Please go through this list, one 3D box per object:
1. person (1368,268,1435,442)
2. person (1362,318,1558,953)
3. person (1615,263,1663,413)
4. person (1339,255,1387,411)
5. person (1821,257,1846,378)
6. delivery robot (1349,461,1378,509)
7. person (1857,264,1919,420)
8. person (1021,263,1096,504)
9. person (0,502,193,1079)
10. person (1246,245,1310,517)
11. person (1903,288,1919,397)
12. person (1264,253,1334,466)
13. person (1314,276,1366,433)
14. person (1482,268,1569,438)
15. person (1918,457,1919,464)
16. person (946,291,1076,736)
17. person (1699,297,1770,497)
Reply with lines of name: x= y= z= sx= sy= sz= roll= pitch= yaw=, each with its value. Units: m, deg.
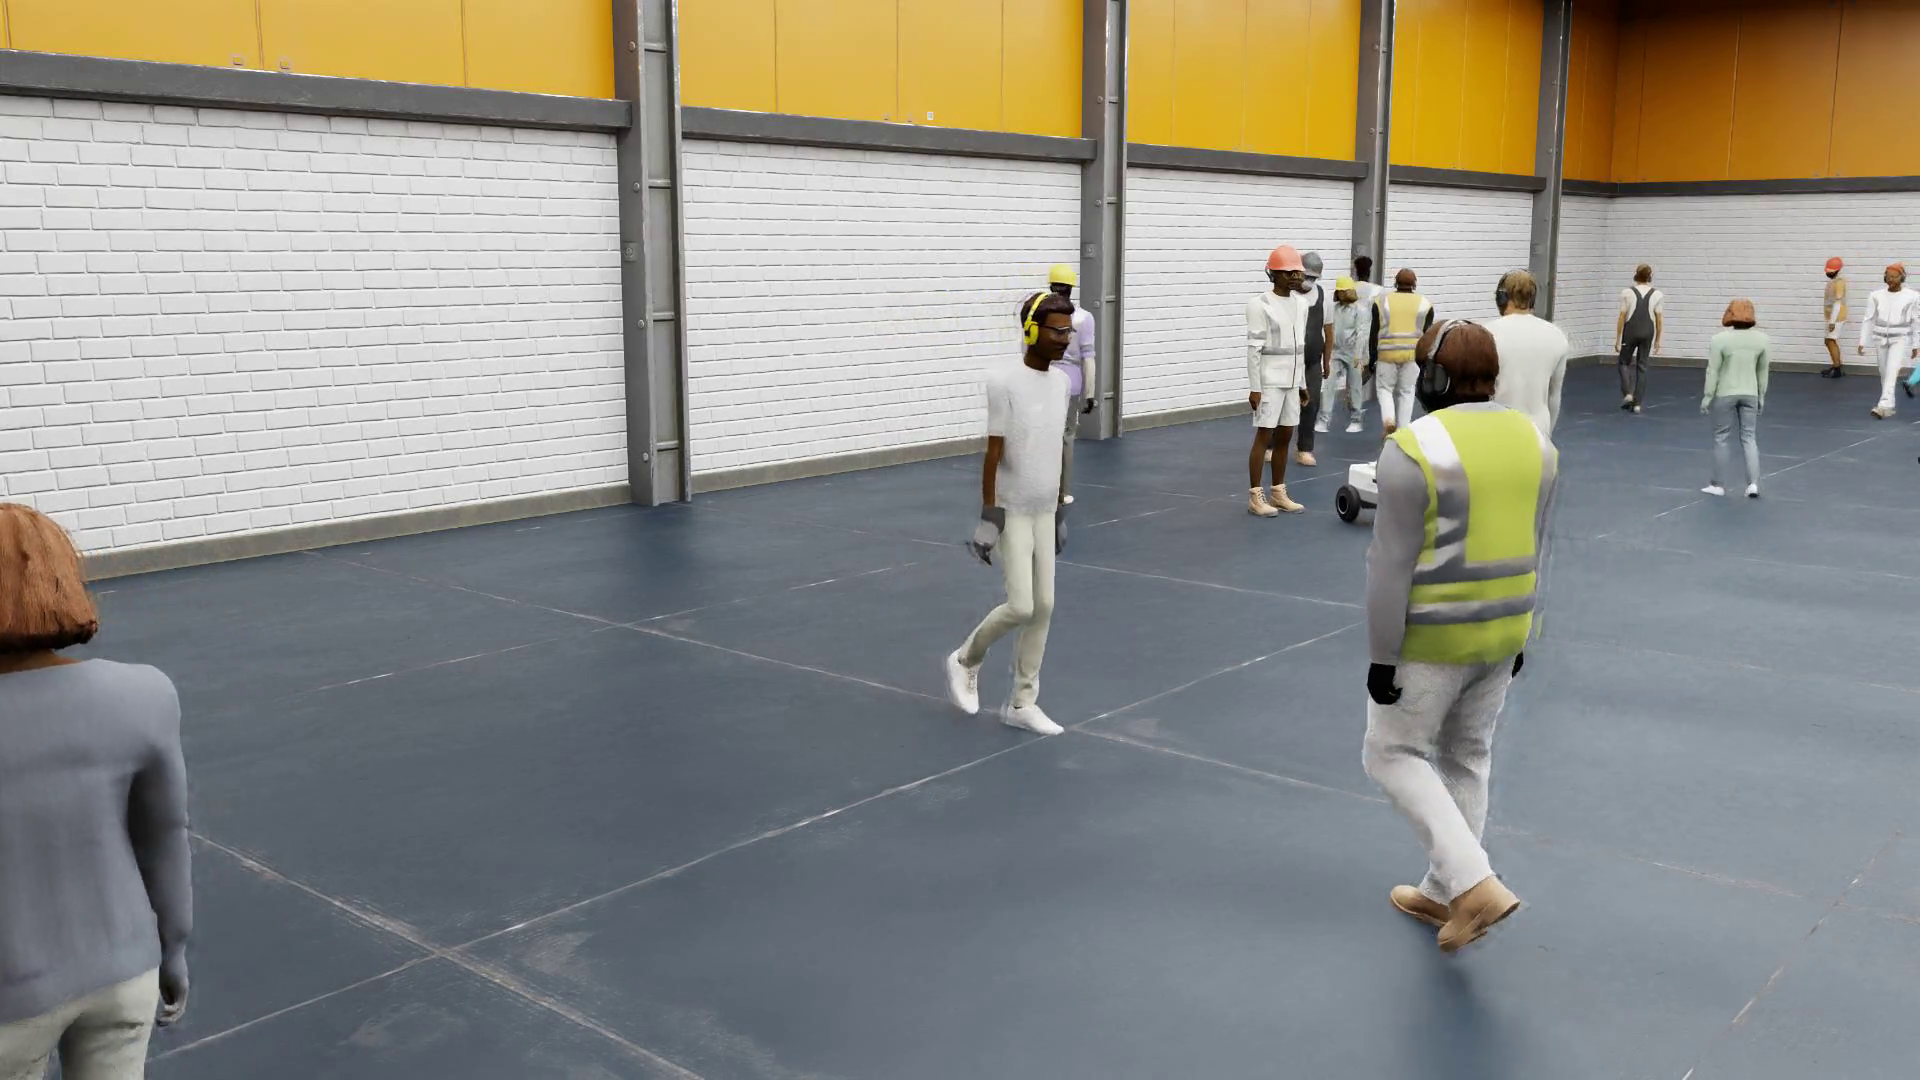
person: x=4.496 y=-1.858 z=16.967 sx=0.648 sy=1.825 sz=0.465 roll=2 pitch=10 yaw=11
person: x=1.434 y=0.292 z=4.739 sx=0.639 sy=1.832 sz=0.543 roll=-5 pitch=11 yaw=-28
person: x=8.365 y=-2.484 z=20.514 sx=0.538 sy=1.828 sz=0.441 roll=2 pitch=10 yaw=10
person: x=4.880 y=-2.496 z=20.282 sx=0.616 sy=1.942 sz=0.805 roll=7 pitch=12 yaw=36
person: x=13.600 y=-3.458 z=25.911 sx=0.500 sy=1.887 sz=0.654 roll=3 pitch=10 yaw=15
delivery robot: x=3.131 y=-0.414 z=12.099 sx=0.477 sy=0.478 sz=0.707 roll=-3 pitch=10 yaw=-16
person: x=11.037 y=-2.350 z=19.779 sx=1.017 sy=1.830 sz=0.588 roll=-9 pitch=14 yaw=-43
person: x=0.764 y=-1.205 z=13.011 sx=0.605 sy=1.908 sz=0.459 roll=3 pitch=10 yaw=18
person: x=-1.458 y=0.752 z=2.704 sx=0.528 sy=1.624 sz=0.501 roll=8 pitch=13 yaw=39
person: x=2.429 y=-1.194 z=12.575 sx=0.616 sy=2.041 sz=0.379 roll=-8 pitch=13 yaw=-37
person: x=13.206 y=-2.838 z=22.600 sx=0.880 sy=1.815 sz=0.577 roll=-4 pitch=11 yaw=-19
person: x=3.103 y=-1.713 z=15.536 sx=0.783 sy=2.000 sz=0.792 roll=1 pitch=10 yaw=3
person: x=4.147 y=-2.003 z=18.123 sx=0.505 sy=1.708 sz=0.838 roll=9 pitch=14 yaw=42
person: x=3.088 y=-0.586 z=9.513 sx=0.648 sy=1.898 sz=0.922 roll=-2 pitch=10 yaw=-13
person: x=9.096 y=-1.556 z=15.006 sx=0.557 sy=1.909 sz=0.819 roll=-2 pitch=10 yaw=-9
person: x=0.238 y=-0.111 z=6.965 sx=0.478 sy=1.848 sz=0.554 roll=10 pitch=14 yaw=44
person: x=6.316 y=-1.155 z=13.565 sx=0.507 sy=1.645 sz=0.311 roll=0 pitch=10 yaw=1
